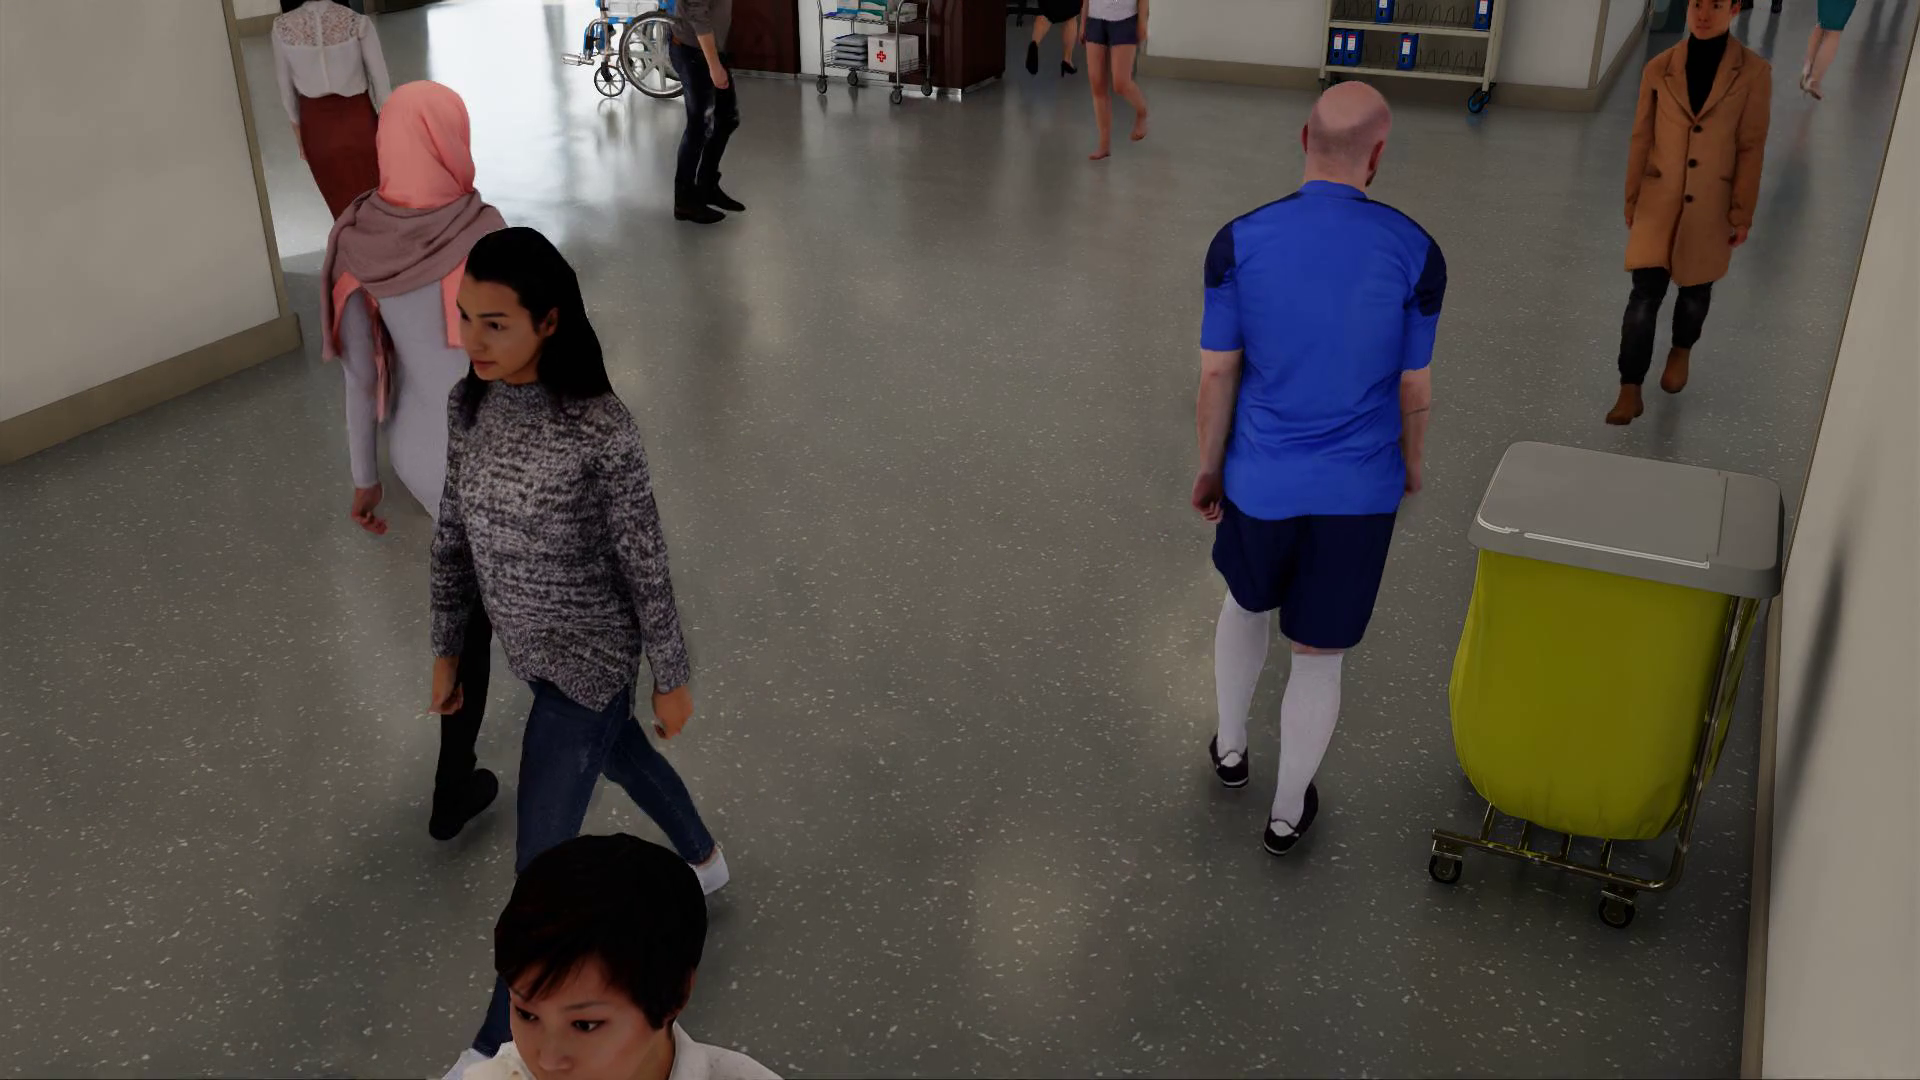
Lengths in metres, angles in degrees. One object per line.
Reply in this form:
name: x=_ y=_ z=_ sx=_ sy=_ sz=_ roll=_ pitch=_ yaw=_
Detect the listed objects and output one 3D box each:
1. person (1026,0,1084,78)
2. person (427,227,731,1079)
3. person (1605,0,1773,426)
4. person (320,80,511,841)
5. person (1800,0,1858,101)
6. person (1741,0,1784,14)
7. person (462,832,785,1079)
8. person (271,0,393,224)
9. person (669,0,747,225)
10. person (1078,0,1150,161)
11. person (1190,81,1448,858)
person: x=0.733 y=-4.381 z=12.880 sx=0.894 sy=1.648 sz=0.742 roll=13 pitch=29 yaw=25
person: x=-0.706 y=0.223 z=3.309 sx=1.188 sy=1.667 sz=0.838 roll=17 pitch=31 yaw=31
person: x=2.850 y=-1.326 z=6.442 sx=1.063 sy=1.694 sz=0.775 roll=15 pitch=29 yaw=28
person: x=-1.201 y=-0.112 z=3.903 sx=1.161 sy=1.755 sz=0.886 roll=5 pitch=26 yaw=9
person: x=6.397 y=-4.068 z=12.200 sx=0.741 sy=1.674 sz=0.666 roll=-14 pitch=29 yaw=-27
person: x=8.105 y=-6.181 z=16.401 sx=0.572 sy=1.830 sz=0.761 roll=17 pitch=31 yaw=31
person: x=-0.338 y=0.981 z=1.867 sx=0.552 sy=1.555 sz=0.682 roll=3 pitch=26 yaw=6
person: x=-2.603 y=-1.617 z=7.045 sx=0.821 sy=1.736 sz=0.878 roll=-6 pitch=26 yaw=-11
person: x=-1.450 y=-2.633 z=9.008 sx=0.821 sy=1.862 sz=0.839 roll=-3 pitch=26 yaw=-5
person: x=1.012 y=-3.286 z=10.556 sx=0.743 sy=1.694 sz=0.736 roll=17 pitch=31 yaw=32
person: x=0.772 y=-0.084 z=3.773 sx=0.621 sy=1.817 sz=0.737 roll=10 pitch=28 yaw=20
